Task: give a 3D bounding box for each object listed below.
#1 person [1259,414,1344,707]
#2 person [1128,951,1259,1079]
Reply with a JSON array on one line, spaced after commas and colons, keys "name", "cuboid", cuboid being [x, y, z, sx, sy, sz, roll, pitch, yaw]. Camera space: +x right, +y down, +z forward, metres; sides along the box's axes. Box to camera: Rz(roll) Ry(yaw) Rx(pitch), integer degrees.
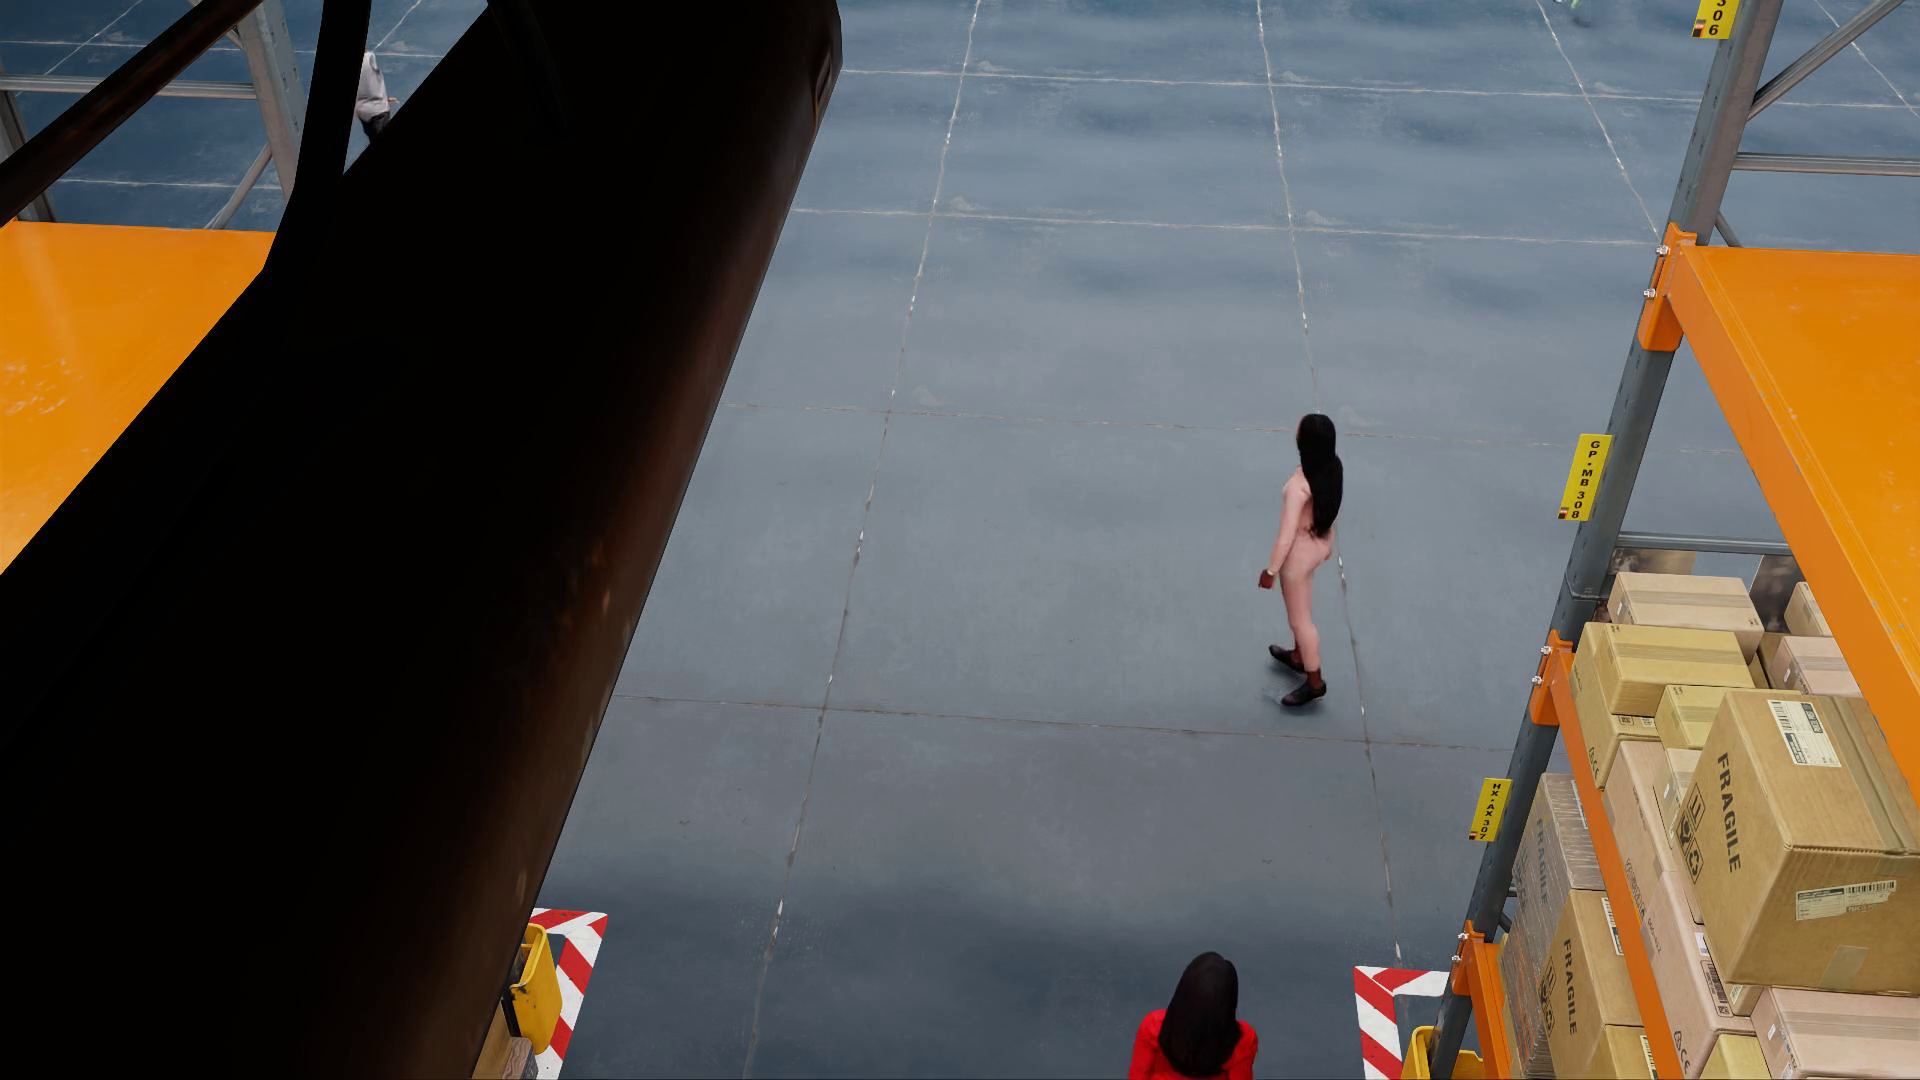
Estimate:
[{"name": "person", "cuboid": [1.877, 0.116, 8.971, 0.875, 1.699, 0.777, 16, 41, 20]}, {"name": "person", "cuboid": [0.849, 2.217, 6.250, 0.632, 1.741, 0.799, 6, 38, 7]}]
